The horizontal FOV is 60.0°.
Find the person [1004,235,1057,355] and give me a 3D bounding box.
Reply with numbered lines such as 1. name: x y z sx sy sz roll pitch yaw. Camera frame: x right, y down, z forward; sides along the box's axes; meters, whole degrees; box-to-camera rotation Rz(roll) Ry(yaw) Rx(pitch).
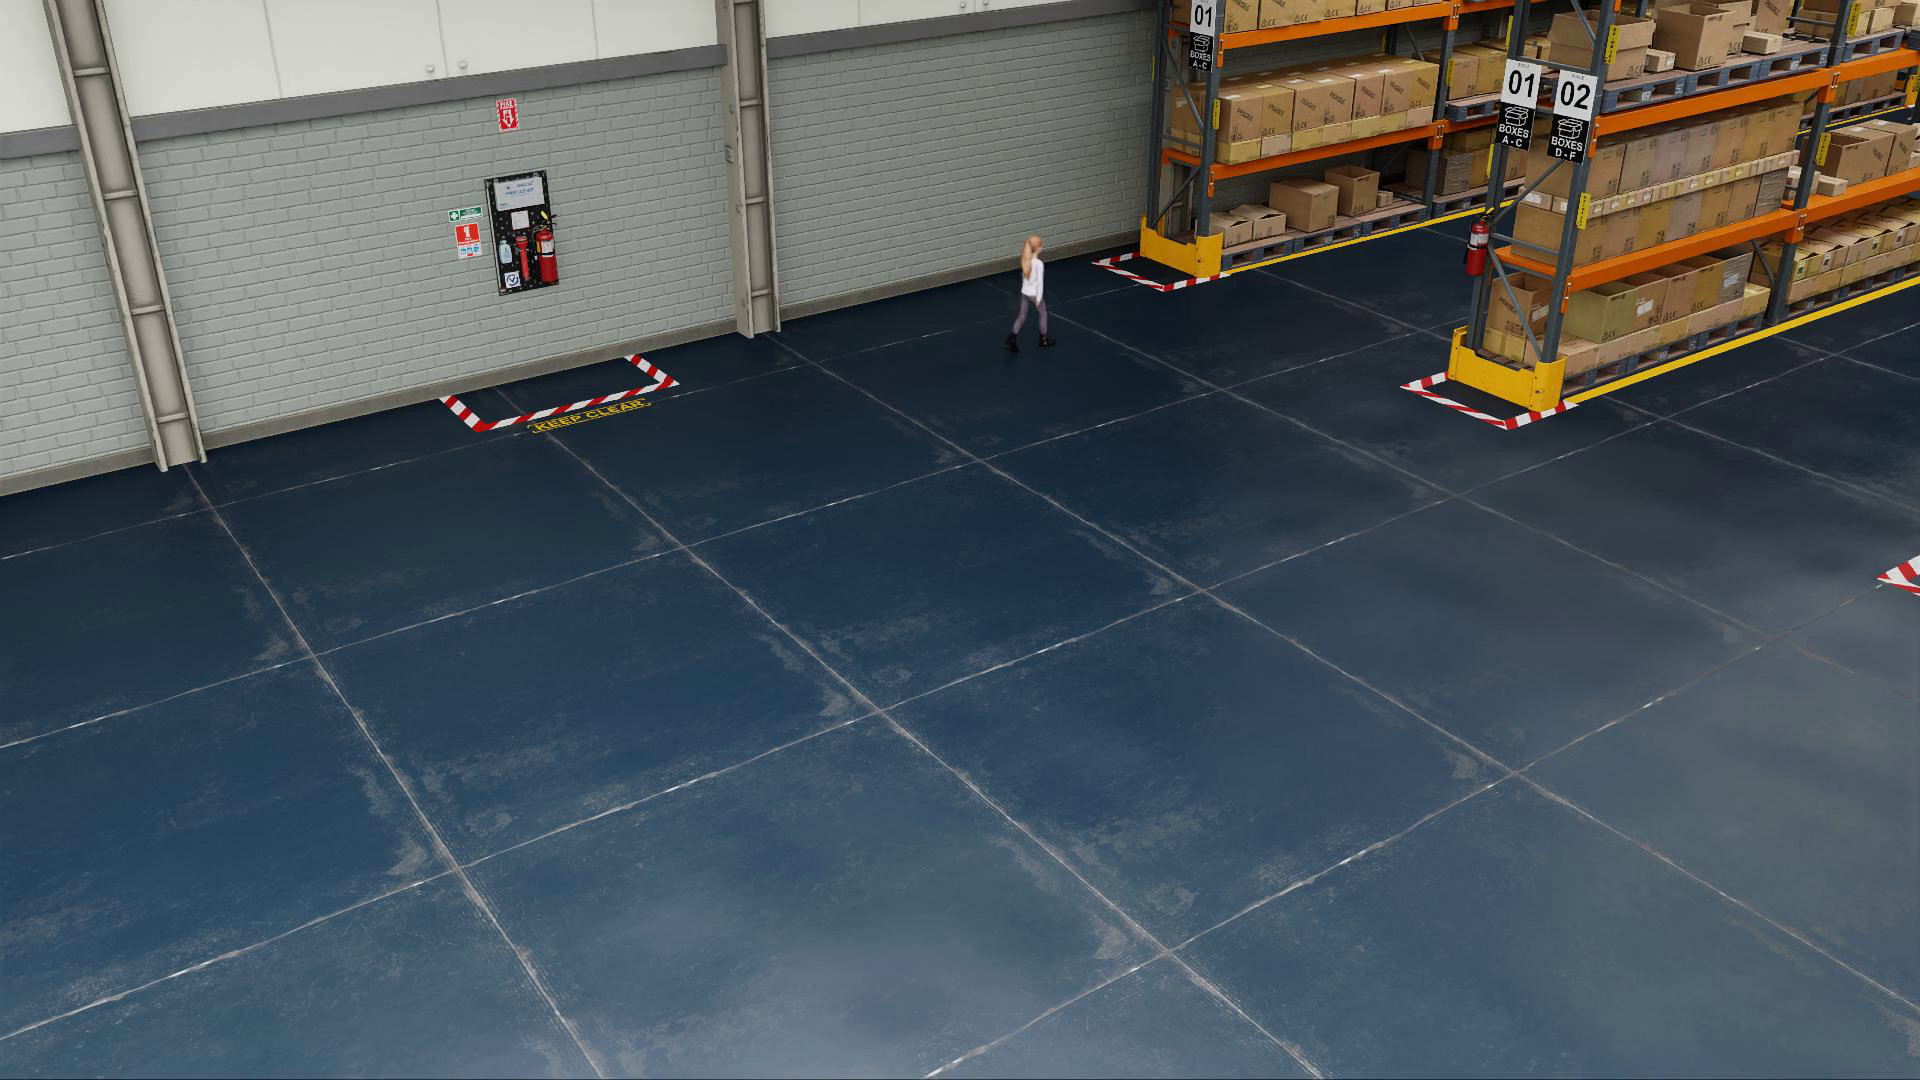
1. person: 0.697 -2.547 17.360 0.911 1.266 0.570 -23 35 -38
